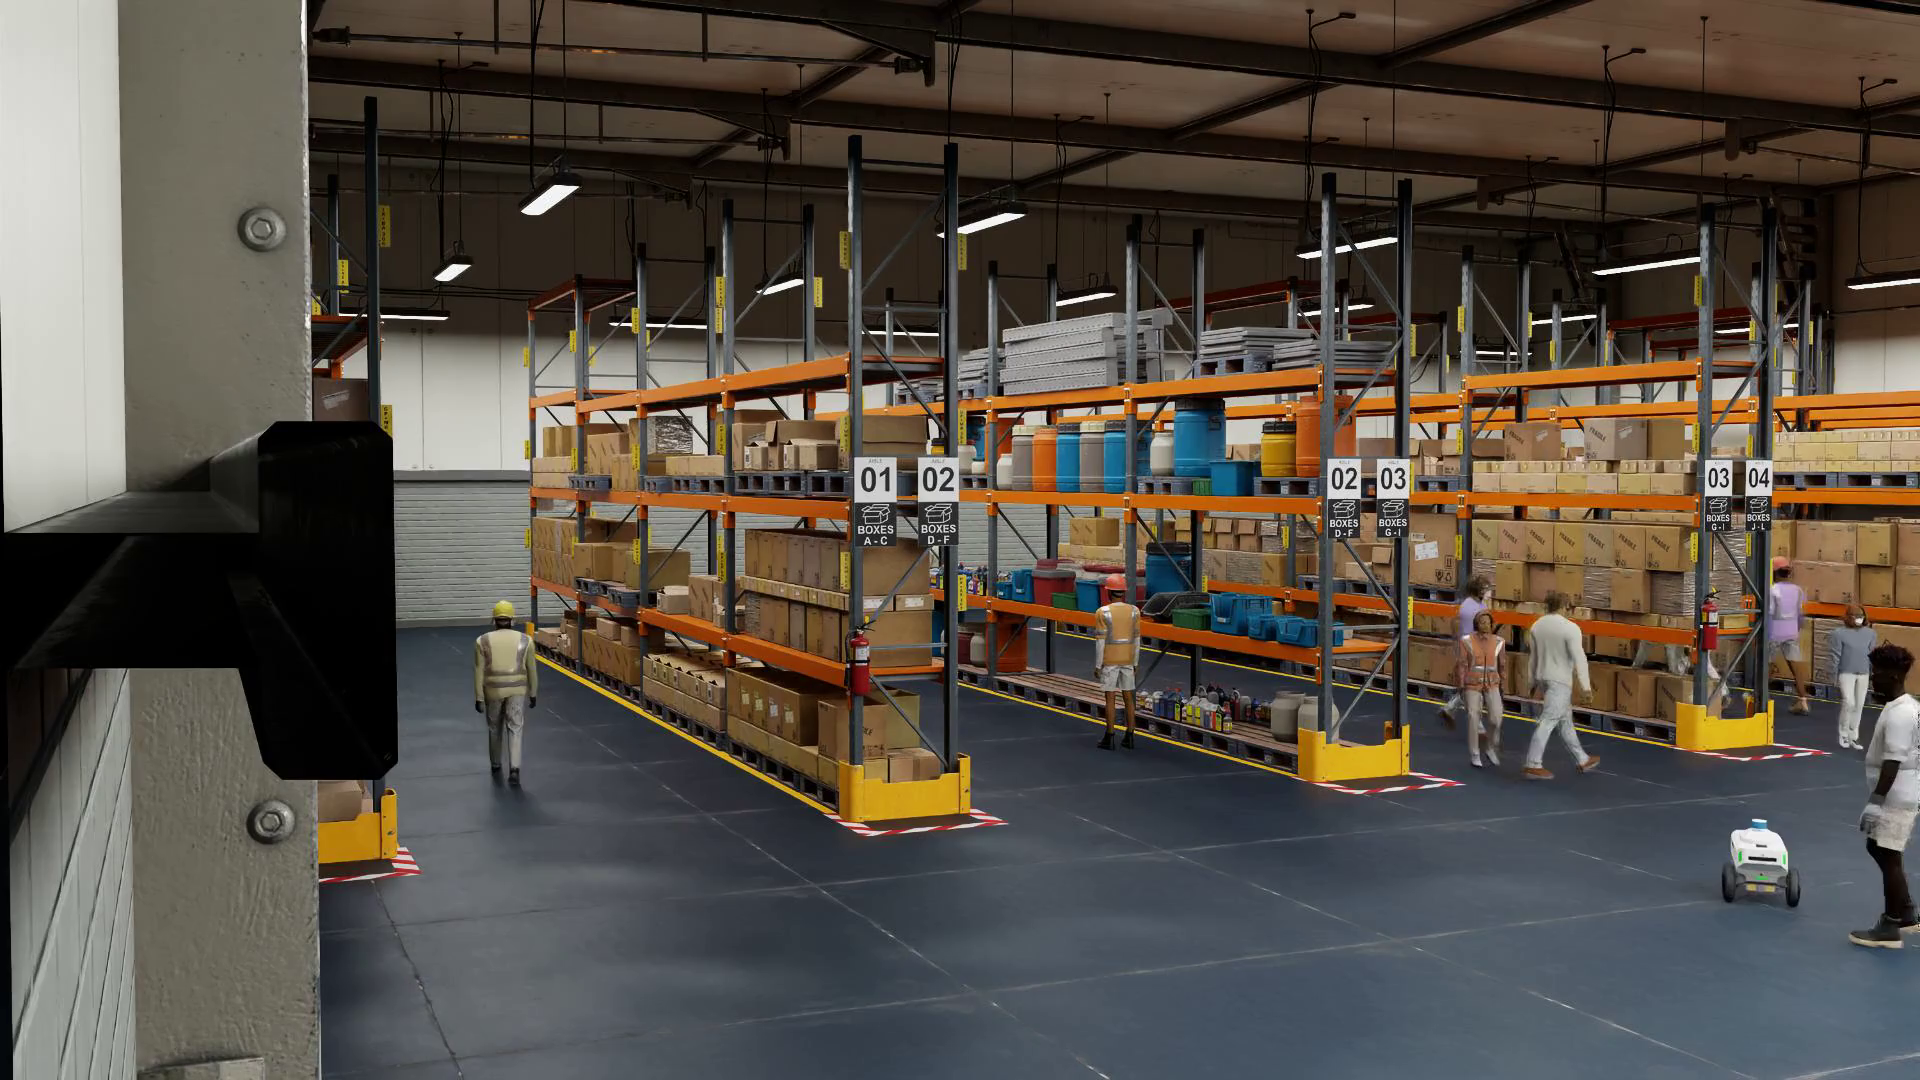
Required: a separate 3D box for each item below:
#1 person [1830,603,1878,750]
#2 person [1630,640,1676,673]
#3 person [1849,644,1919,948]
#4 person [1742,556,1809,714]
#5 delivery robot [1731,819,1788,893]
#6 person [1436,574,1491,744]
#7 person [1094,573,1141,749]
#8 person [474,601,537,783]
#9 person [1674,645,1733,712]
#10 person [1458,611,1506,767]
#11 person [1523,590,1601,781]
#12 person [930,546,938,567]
[{"bbox_3d":[9.872,1.507,19.720,0.501,1.619,0.428,0,2,-3],"label":"person"},{"bbox_3d":[10.109,1.181,26.081,0.597,1.774,0.947,-1,2,-24],"label":"person"},{"bbox_3d":[6.030,1.651,11.597,0.410,1.959,0.668,1,2,27],"label":"person"},{"bbox_3d":[10.468,1.204,22.881,0.638,1.981,1.071,-1,2,-14],"label":"person"},{"bbox_3d":[5.769,2.264,12.938,0.477,0.478,0.707,1,2,20],"label":"delivery robot"},{"bbox_3d":[5.778,1.332,20.340,0.620,1.917,0.649,1,3,30],"label":"person"},{"bbox_3d":[1.737,1.339,19.888,0.547,1.942,0.351,-1,2,-21],"label":"person"},{"bbox_3d":[-4.510,1.497,17.794,0.611,1.792,0.926,-1,2,-17],"label":"person"},{"bbox_3d":[9.441,1.274,22.918,0.581,1.848,0.961,-1,2,-28],"label":"person"},{"bbox_3d":[5.408,1.542,18.570,0.512,1.627,0.418,0,2,3],"label":"person"},{"bbox_3d":[6.040,1.451,17.963,1.016,1.868,0.691,-1,2,-17],"label":"person"},{"bbox_3d":[-0.503,0.755,34.595,0.407,1.987,0.614,2,3,35],"label":"person"}]
